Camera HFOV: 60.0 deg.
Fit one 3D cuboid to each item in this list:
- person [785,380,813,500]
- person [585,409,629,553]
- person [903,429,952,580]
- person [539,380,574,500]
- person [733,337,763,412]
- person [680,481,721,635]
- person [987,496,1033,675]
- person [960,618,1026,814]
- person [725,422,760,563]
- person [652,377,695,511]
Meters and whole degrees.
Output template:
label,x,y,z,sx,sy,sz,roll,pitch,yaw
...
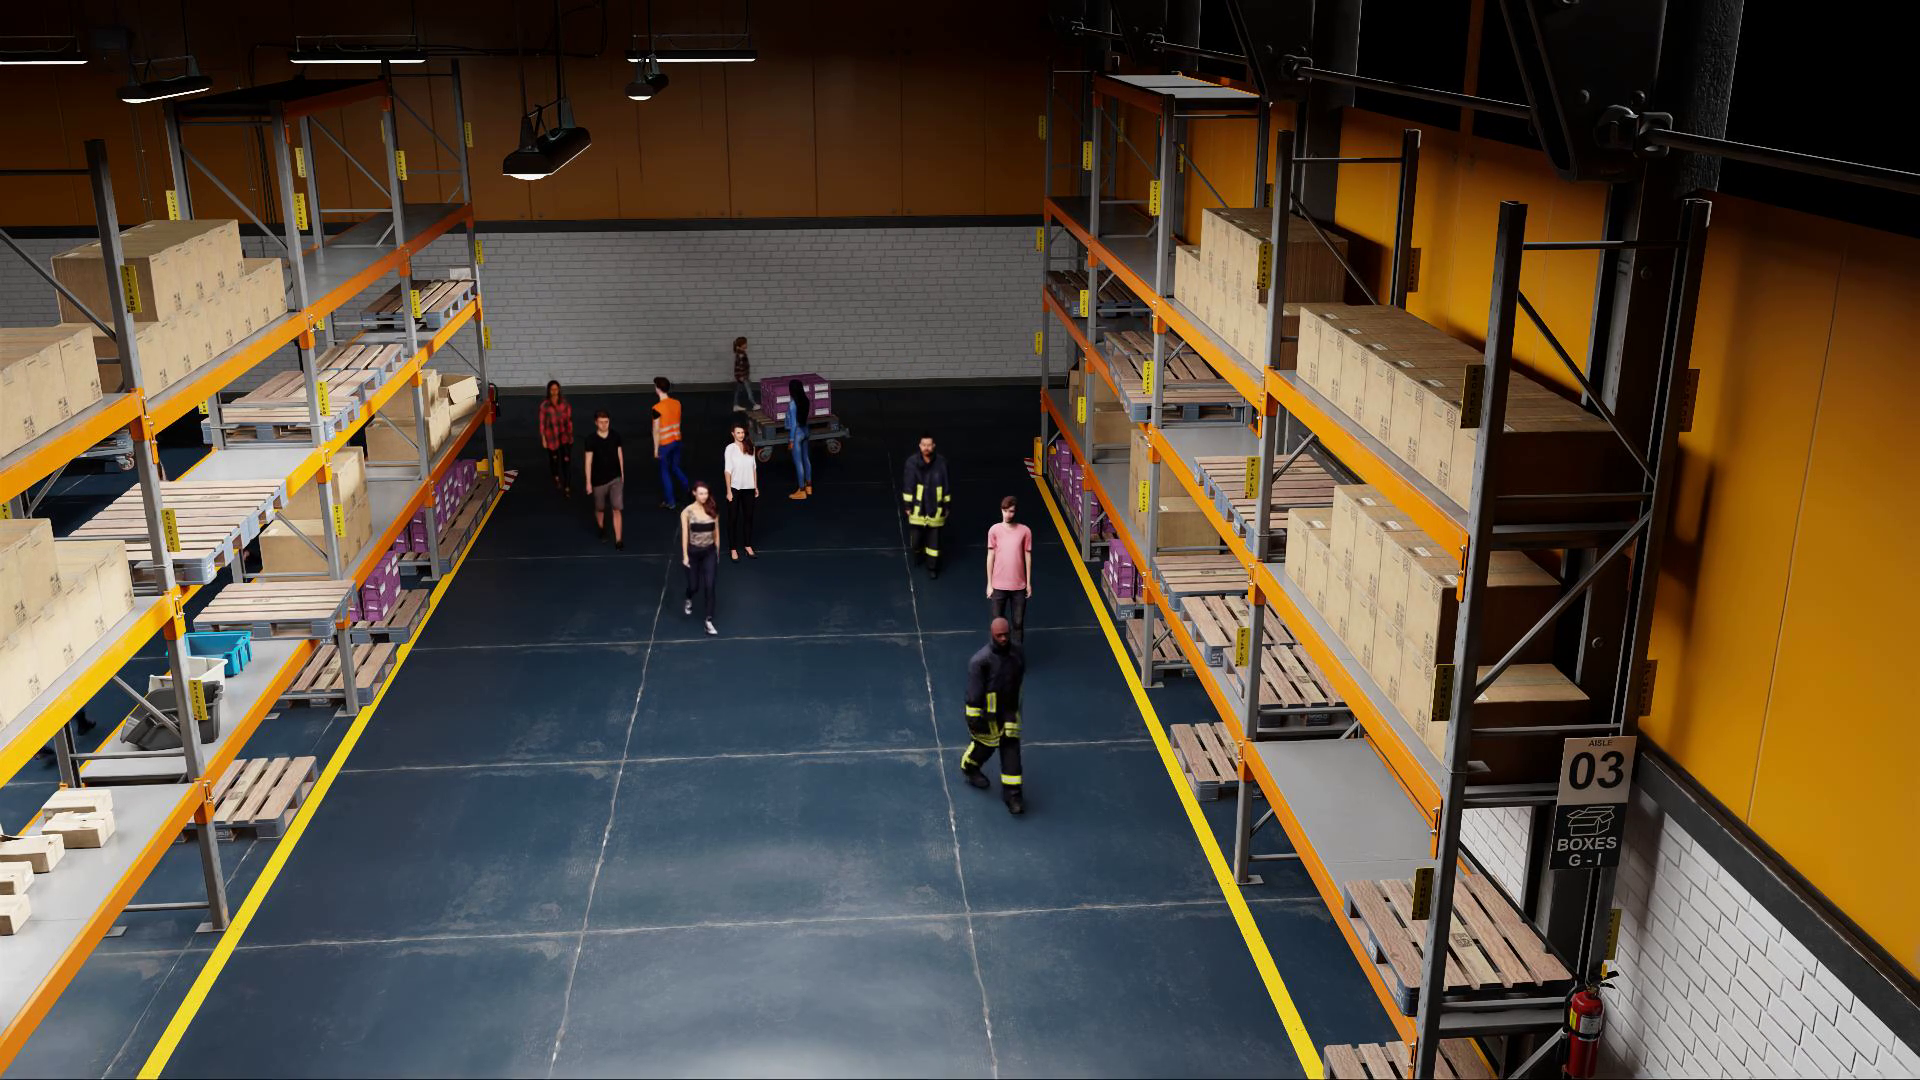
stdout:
label,x,y,z,sx,sy,sz,roll,pitch,yaw
person,-2.263,-1.436,23.519,0.738,1.712,0.622,8,20,23
person,-4.580,-0.792,21.429,0.984,1.825,1.305,-9,21,-25
person,-0.392,-0.469,20.440,0.731,1.845,0.816,-2,19,-5
person,-5.727,-1.435,23.607,0.807,1.654,1.173,-6,20,-17
person,-3.765,-2.802,28.240,0.690,1.288,0.754,-5,19,-15
person,-2.941,0.172,18.681,0.816,1.752,1.022,-9,20,-24
person,0.517,0.464,17.488,0.632,1.959,0.533,-1,19,-3
person,0.279,1.479,14.762,1.054,1.777,1.311,-11,22,-30
person,-2.761,-0.616,20.956,0.689,1.794,0.695,-14,23,-35
person,-3.938,-1.305,22.883,1.026,1.870,0.978,13,23,34
